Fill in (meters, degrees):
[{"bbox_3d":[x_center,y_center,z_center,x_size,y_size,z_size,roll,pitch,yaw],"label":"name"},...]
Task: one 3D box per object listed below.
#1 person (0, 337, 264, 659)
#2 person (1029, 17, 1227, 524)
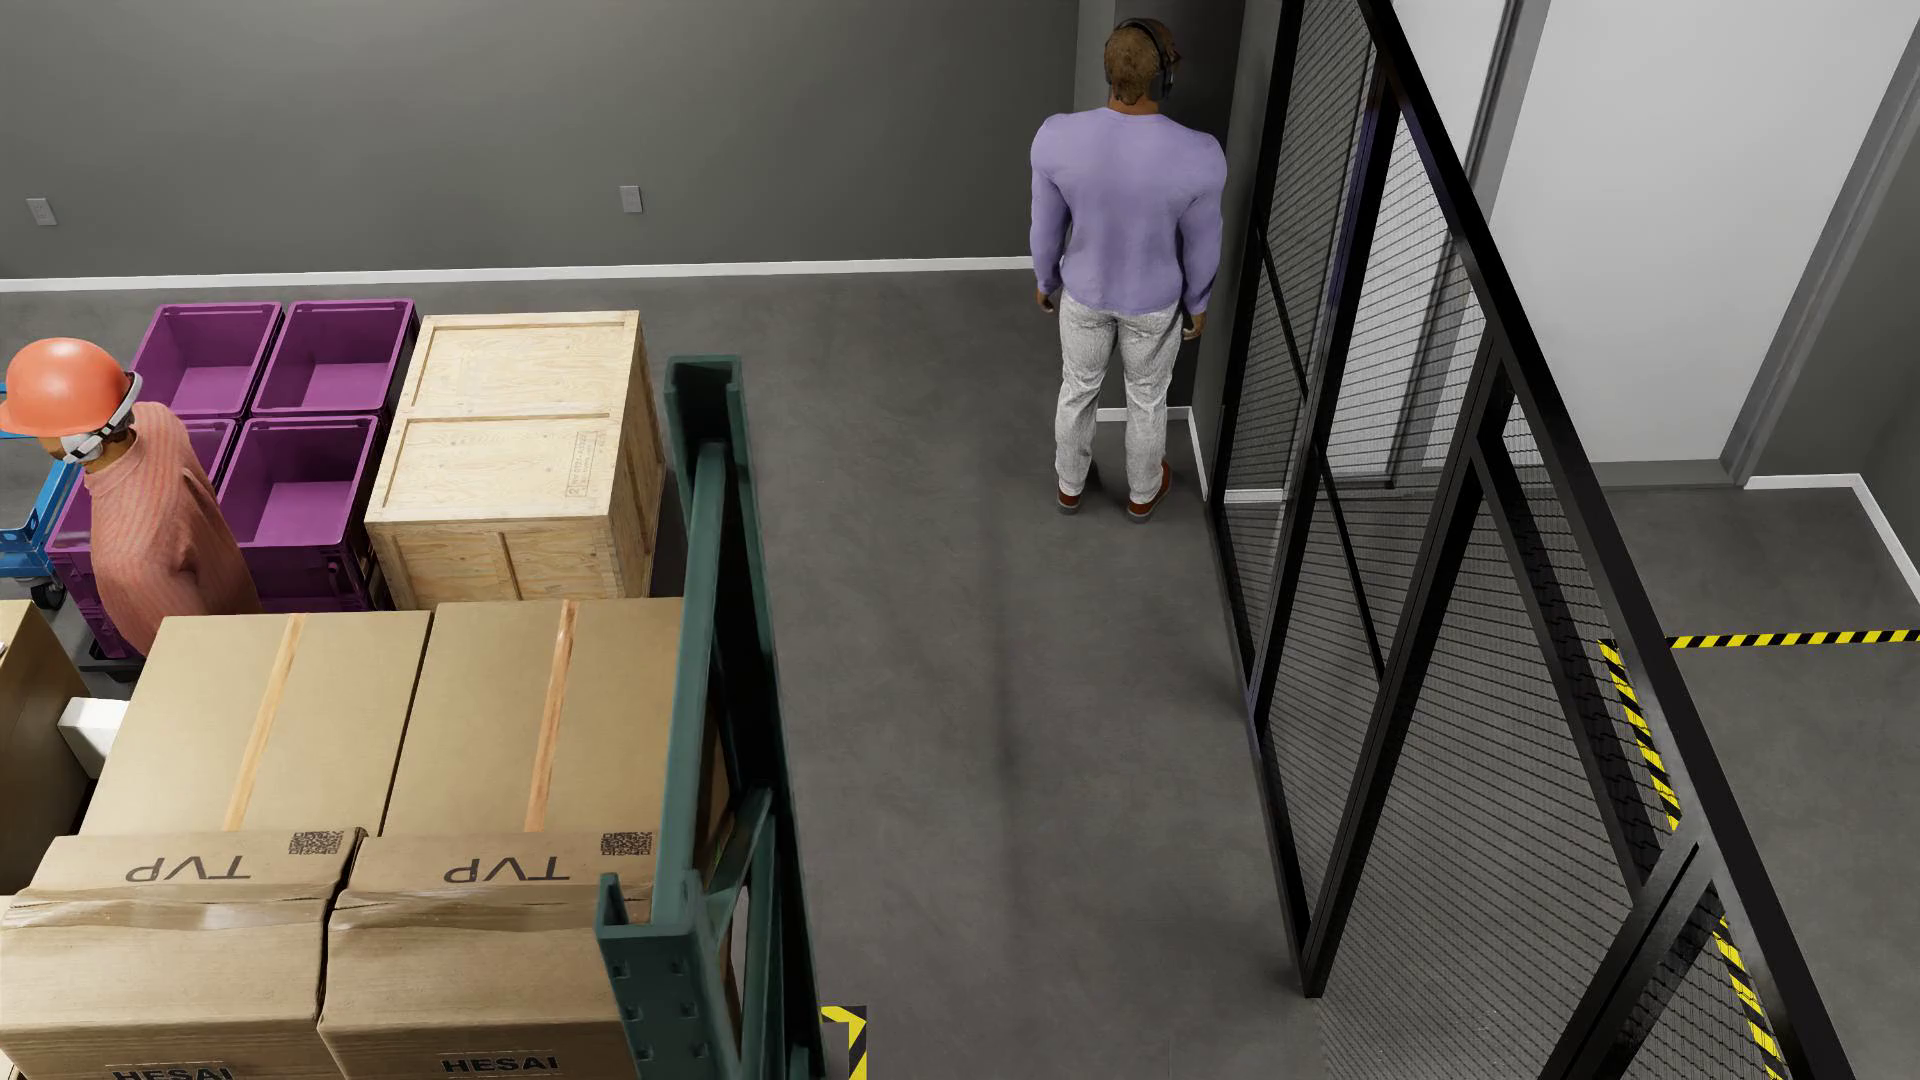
[{"bbox_3d":[-2.049,0.253,4.476,0.382,1.993,0.622,-13,48,-12],"label":"person"},{"bbox_3d":[0.536,-0.835,5.555,0.627,1.938,0.371,11,47,10],"label":"person"}]
